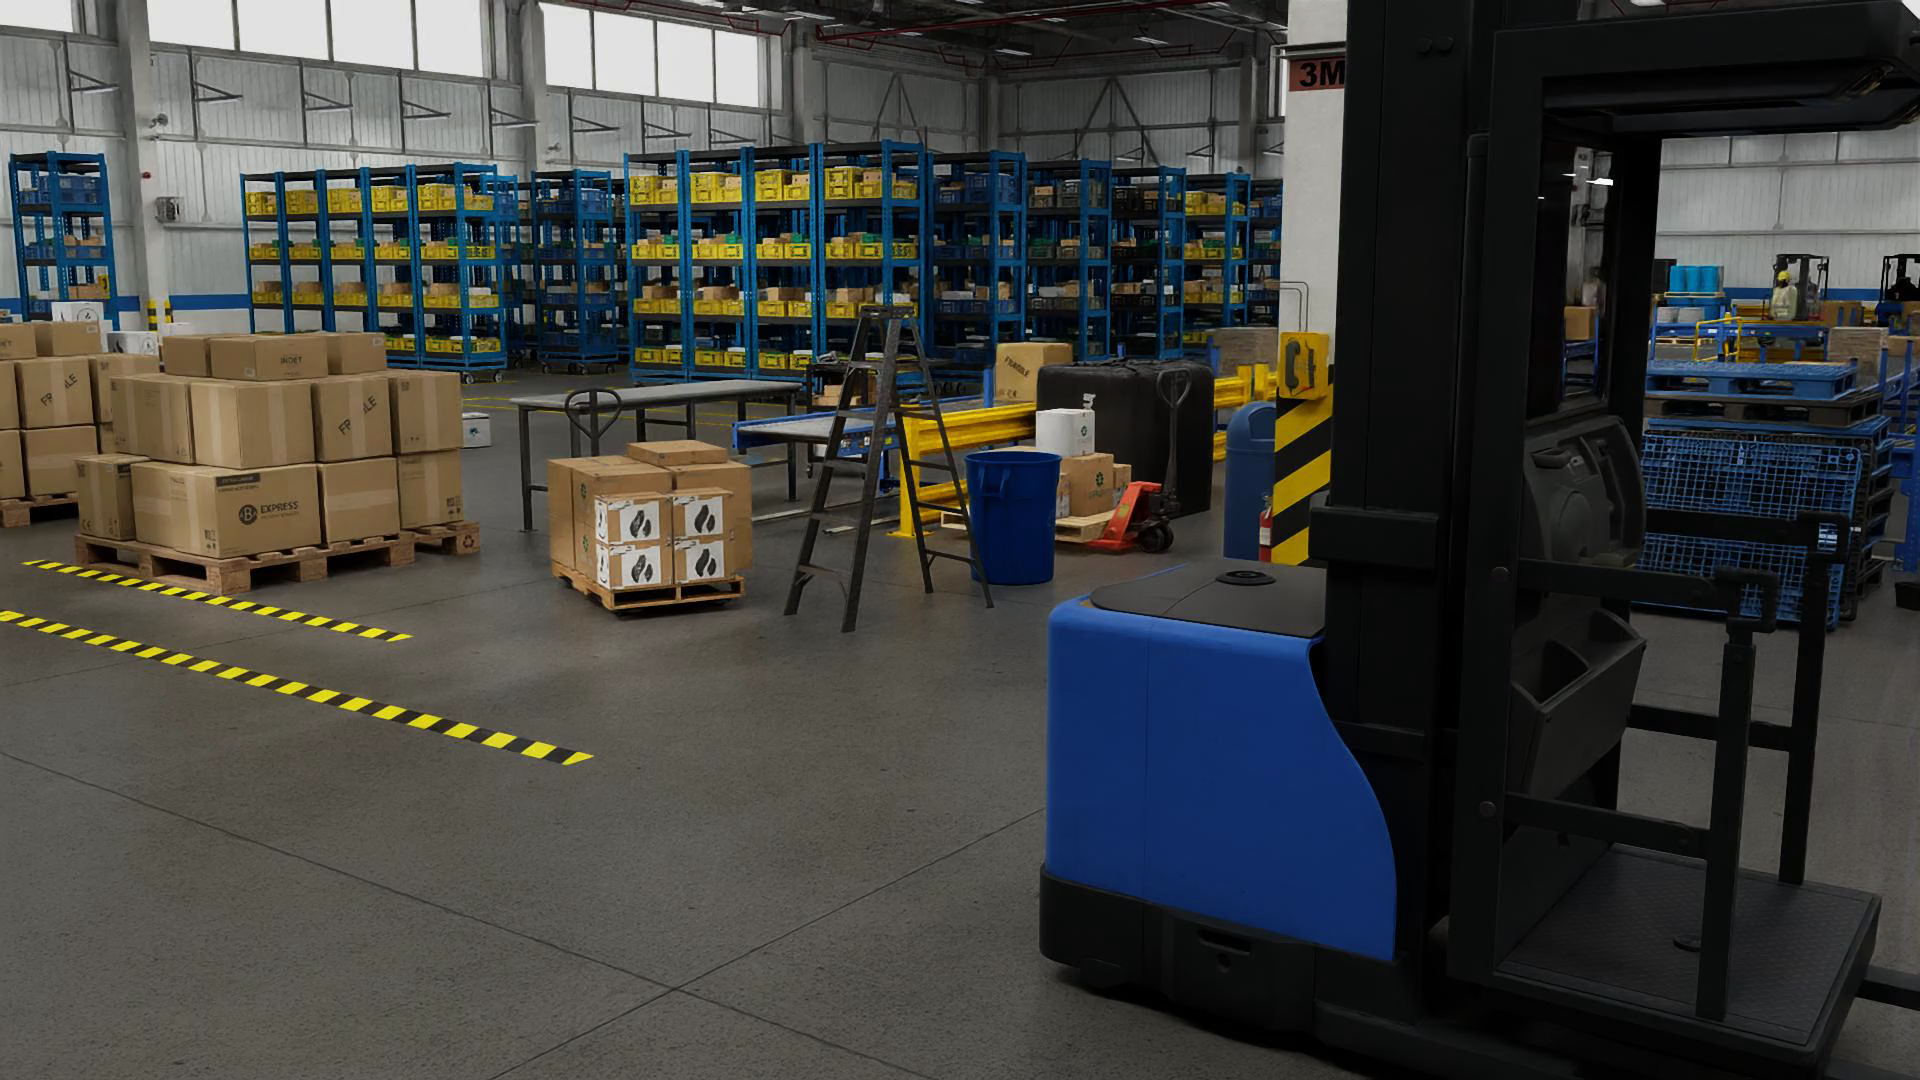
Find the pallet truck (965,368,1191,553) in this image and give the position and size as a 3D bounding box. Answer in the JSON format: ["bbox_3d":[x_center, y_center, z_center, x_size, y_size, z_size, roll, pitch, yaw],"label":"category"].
[{"bbox_3d":[0.845,-0.609,11.869,1.630,1.274,0.653,7,12,35],"label":"pallet truck"}]

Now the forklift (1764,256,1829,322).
[{"bbox_3d":[20.253,-5.854,40.139,1.157,1.987,2.680,7,12,35],"label":"forklift"}]

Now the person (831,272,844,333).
[{"bbox_3d":[-2.509,-4.693,34.717,0.776,1.806,0.639,3,10,16],"label":"person"}]

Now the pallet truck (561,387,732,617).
[{"bbox_3d":[-1.981,-0.274,10.088,0.680,1.201,1.601,-5,11,-28],"label":"pallet truck"}]

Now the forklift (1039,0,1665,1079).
[{"bbox_3d":[1.249,-0.137,4.360,1.873,2.768,1.129,7,12,35],"label":"forklift"}]

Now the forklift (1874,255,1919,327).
[{"bbox_3d":[22.089,-5.634,38.796,1.157,1.987,2.680,6,11,33],"label":"forklift"}]

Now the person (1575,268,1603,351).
[{"bbox_3d":[14.238,-5.173,37.381,0.893,1.875,0.641,-7,12,-36],"label":"person"}]

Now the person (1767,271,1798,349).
[{"bbox_3d":[17.042,-4.670,34.505,0.422,1.815,0.608,-3,10,-16],"label":"person"}]
